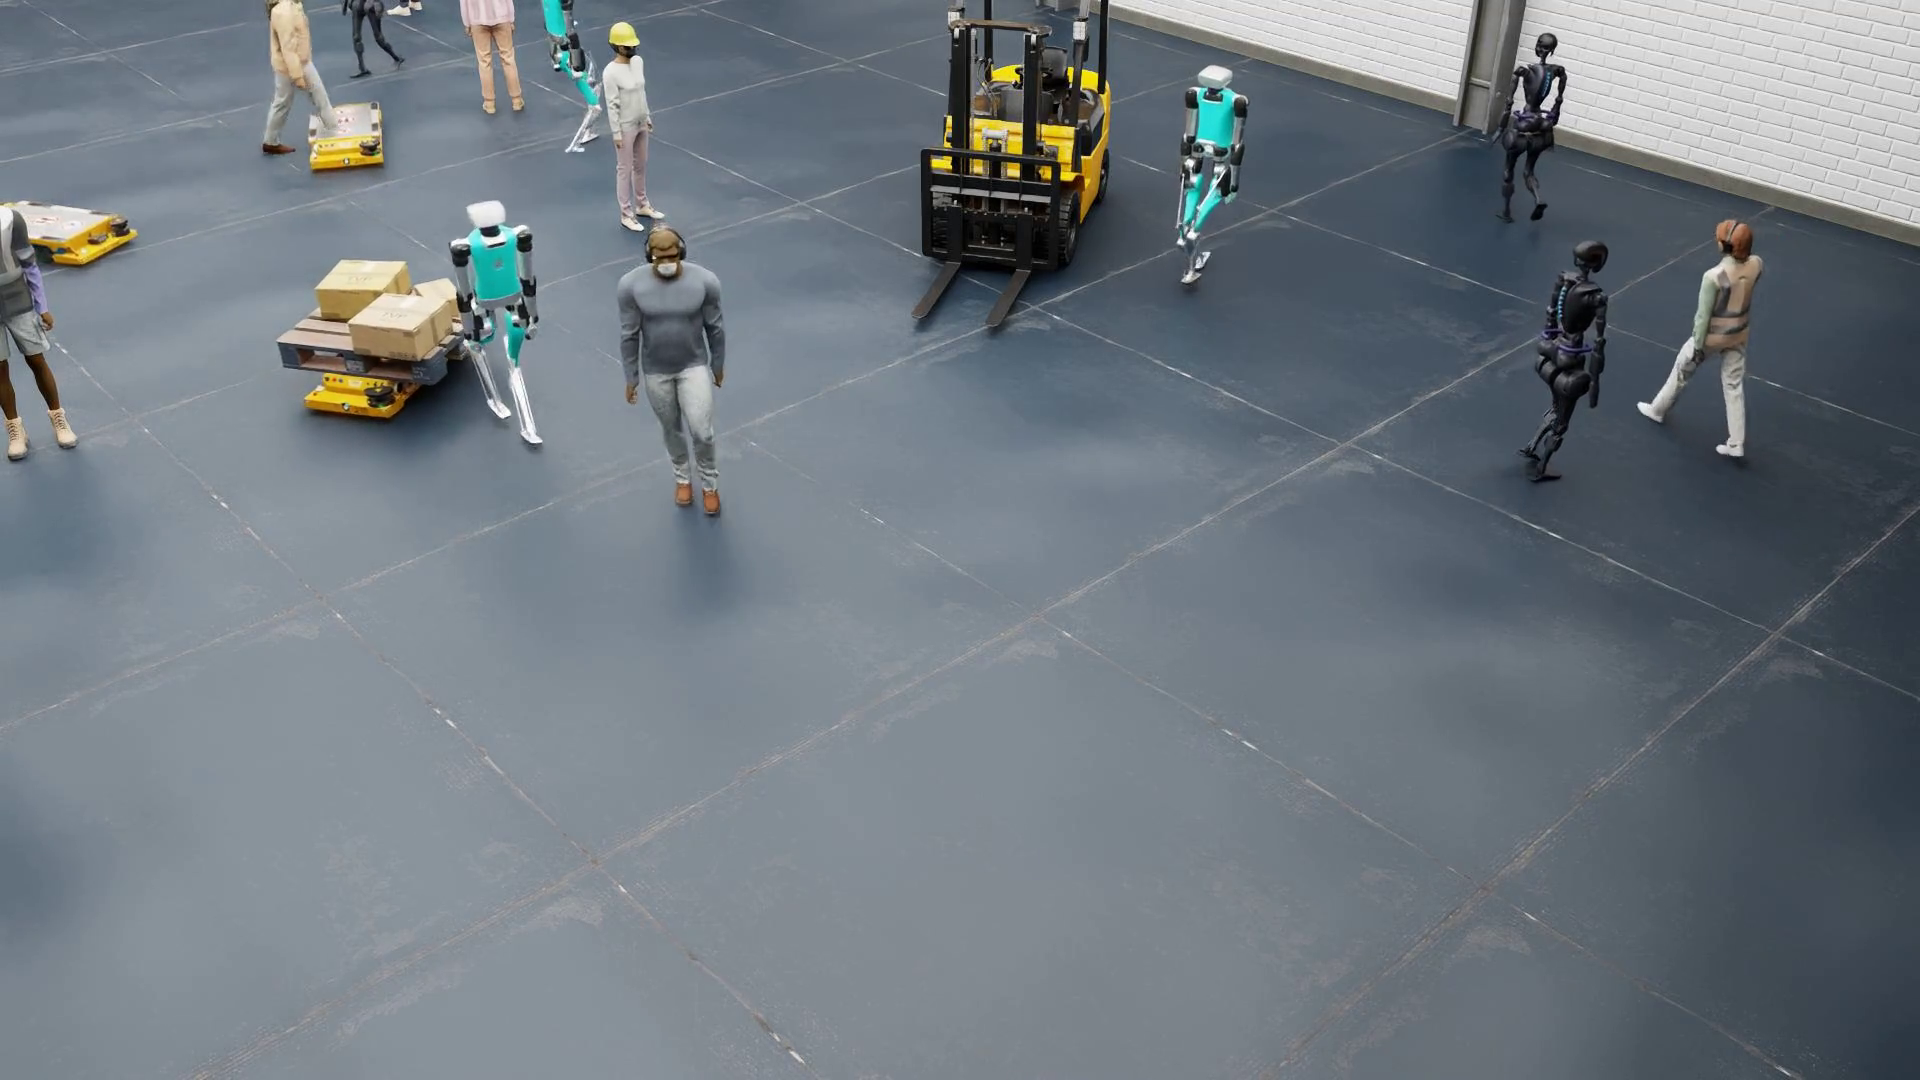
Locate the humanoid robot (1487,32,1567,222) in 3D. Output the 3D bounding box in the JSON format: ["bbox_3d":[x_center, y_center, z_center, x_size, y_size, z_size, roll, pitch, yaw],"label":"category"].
[{"bbox_3d":[4.895,-3.495,14.266,0.608,1.643,0.492,-8,34,-12],"label":"humanoid robot"}]

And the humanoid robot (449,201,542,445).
[{"bbox_3d":[-3.145,-1.510,11.175,0.533,1.772,0.879,-18,37,-26],"label":"humanoid robot"}]

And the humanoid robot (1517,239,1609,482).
[{"bbox_3d":[3.896,-1.141,10.635,0.335,1.643,0.590,-11,35,-16],"label":"humanoid robot"}]

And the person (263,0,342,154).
[{"bbox_3d":[-6.287,-4.489,15.683,0.997,1.813,0.554,3,33,5],"label":"person"}]

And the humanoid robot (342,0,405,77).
[{"bbox_3d":[-6.398,-5.821,17.862,0.599,1.657,0.623,18,37,25],"label":"humanoid robot"}]

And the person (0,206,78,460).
[{"bbox_3d":[-6.275,-1.509,10.865,0.607,2.048,0.365,-17,37,-24],"label":"person"}]

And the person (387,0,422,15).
[{"bbox_3d":[-6.748,-7.223,19.823,0.432,1.859,0.789,6,33,8],"label":"person"}]

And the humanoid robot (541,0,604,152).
[{"bbox_3d":[-3.631,-4.617,15.938,0.748,1.803,0.558,-25,40,-33],"label":"humanoid robot"}]

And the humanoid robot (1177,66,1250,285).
[{"bbox_3d":[1.895,-2.801,13.138,0.541,1.767,0.919,20,38,28],"label":"humanoid robot"}]

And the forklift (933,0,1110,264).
[{"bbox_3d":[0.570,-3.725,14.138,1.214,2.155,2.313,9,34,13],"label":"forklift"}]

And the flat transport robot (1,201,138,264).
[{"bbox_3d":[-7.864,-2.631,14.218,1.431,0.231,0.659,10,34,15],"label":"flat transport robot"}]

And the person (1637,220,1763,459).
[{"bbox_3d":[5.038,-1.350,11.033,0.514,1.585,0.893,-11,35,-16],"label":"person"}]

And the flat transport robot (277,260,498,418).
[{"bbox_3d":[-4.147,-1.333,12.222,0.659,0.231,1.431,7,34,11],"label":"flat transport robot"}]

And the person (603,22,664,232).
[{"bbox_3d":[-2.804,-3.546,14.250,0.312,1.767,0.533,14,36,21],"label":"person"}]

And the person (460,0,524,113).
[{"bbox_3d":[-4.747,-5.208,16.789,0.521,1.783,0.403,-10,34,-15],"label":"person"}]

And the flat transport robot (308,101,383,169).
[{"bbox_3d":[-6.010,-3.978,16.287,0.659,0.231,1.431,-9,34,-14],"label":"flat transport robot"}]

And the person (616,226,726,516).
[{"bbox_3d":[-1.751,-1.015,10.225,0.636,1.917,0.630,-3,33,-4],"label":"person"}]
